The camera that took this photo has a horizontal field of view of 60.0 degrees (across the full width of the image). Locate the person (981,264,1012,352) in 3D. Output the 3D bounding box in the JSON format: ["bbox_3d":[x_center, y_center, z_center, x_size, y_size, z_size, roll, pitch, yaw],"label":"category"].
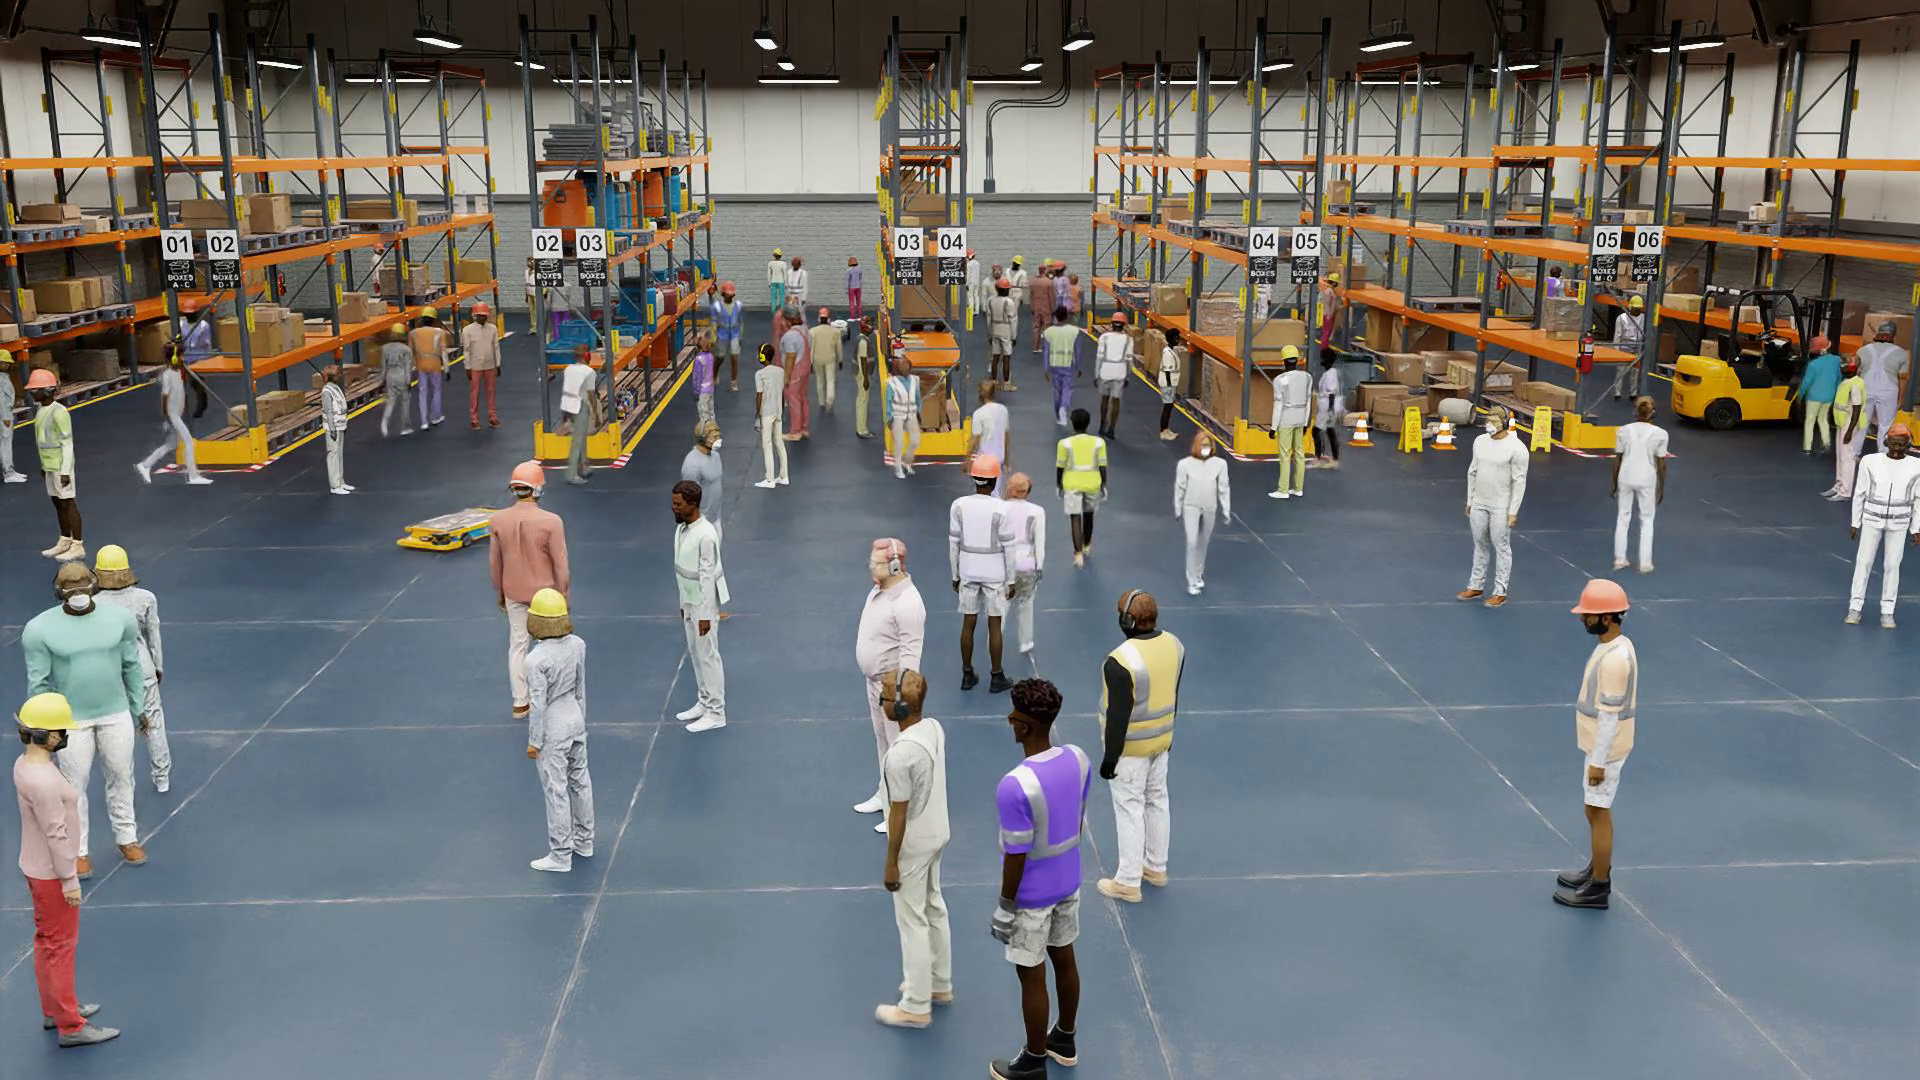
[{"bbox_3d":[0.795,-4.950,35.611,0.678,1.857,0.961,-1,13,-3],"label":"person"}]

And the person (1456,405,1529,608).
[{"bbox_3d":[5.085,-0.326,15.867,0.373,1.940,0.629,-9,16,-33],"label":"person"}]

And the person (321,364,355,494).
[{"bbox_3d":[-7.912,-1.404,21.066,0.307,1.644,0.512,-2,13,-8],"label":"person"}]

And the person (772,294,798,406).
[{"bbox_3d":[-2.976,-3.246,28.393,0.467,1.880,0.712,8,16,31],"label":"person"}]

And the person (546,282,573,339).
[{"bbox_3d":[-8.725,-5.052,36.295,0.561,1.745,0.339,-4,14,-17],"label":"person"}]

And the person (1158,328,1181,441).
[{"bbox_3d":[3.133,-2.331,24.910,0.319,1.686,0.539,3,14,12],"label":"person"}]

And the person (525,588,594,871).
[{"bbox_3d":[-2.450,1.142,10.070,0.295,1.744,0.488,6,15,24],"label":"person"}]

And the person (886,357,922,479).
[{"bbox_3d":[-0.736,-1.609,21.971,0.550,1.622,0.377,-8,15,-31],"label":"person"}]

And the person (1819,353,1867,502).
[{"bbox_3d":[10.969,-1.385,20.550,0.396,1.847,0.565,4,14,17],"label":"person"}]

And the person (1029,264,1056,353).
[{"bbox_3d":[1.782,-4.913,35.369,0.643,1.909,0.410,10,17,38],"label":"person"}]

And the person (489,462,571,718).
[{"bbox_3d":[-3.263,0.389,12.722,0.623,1.989,0.401,2,14,10],"label":"person"}]

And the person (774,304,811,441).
[{"bbox_3d":[-2.526,-2.519,24.937,0.535,2.000,0.698,4,14,17],"label":"person"}]

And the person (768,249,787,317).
[{"bbox_3d":[-4.699,-6.633,42.954,0.528,1.767,0.330,3,14,13],"label":"person"}]

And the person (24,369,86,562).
[{"bbox_3d":[-9.583,-0.787,17.595,0.605,2.045,0.383,12,18,41],"label":"person"}]

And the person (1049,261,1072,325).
[{"bbox_3d":[2.126,-4.830,34.825,0.588,2.009,0.640,4,14,16],"label":"person"}]

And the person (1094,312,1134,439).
[{"bbox_3d":[2.329,-2.503,25.182,0.575,1.897,0.779,1,13,4],"label":"person"}]

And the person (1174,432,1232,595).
[{"bbox_3d":[2.386,-0.258,16.303,0.511,1.597,0.801,-2,13,-7],"label":"person"}]

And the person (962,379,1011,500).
[{"bbox_3d":[0.235,-0.889,18.502,0.860,1.811,0.522,12,18,40],"label":"person"}]

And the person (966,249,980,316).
[{"bbox_3d":[0.294,-6.653,43.093,0.349,1.743,0.563,8,16,32],"label":"person"}]

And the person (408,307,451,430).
[{"bbox_3d":[-8.321,-2.690,26.002,0.731,1.870,0.924,-1,13,-5],"label":"person"}]

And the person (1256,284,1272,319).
[{"bbox_3d":[7.010,-5.587,38.291,0.359,1.880,0.575,-3,14,-12],"label":"person"}]

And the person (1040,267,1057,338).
[{"bbox_3d":[2.051,-5.463,38.283,0.499,1.633,0.282,-5,14,-20],"label":"person"}]

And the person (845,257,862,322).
[{"bbox_3d":[-2.674,-6.325,41.956,0.493,1.624,0.280,-10,16,-35],"label":"person"}]

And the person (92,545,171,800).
[{"bbox_3d":[-5.601,0.885,11.155,0.295,1.744,0.492,12,18,42],"label":"person"}]

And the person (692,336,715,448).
[{"bbox_3d":[-3.731,-2.147,24.223,0.306,1.640,0.522,3,14,14],"label":"person"}]

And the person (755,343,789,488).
[{"bbox_3d":[-2.453,-1.605,21.468,0.328,1.861,0.507,10,17,36],"label":"person"}]

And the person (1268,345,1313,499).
[{"bbox_3d":[4.102,-1.464,20.734,0.584,1.918,0.381,-7,15,-28],"label":"person"}]

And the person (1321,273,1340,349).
[{"bbox_3d":[7.740,-4.681,34.704,0.321,1.761,0.522,6,15,24],"label":"person"}]

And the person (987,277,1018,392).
[{"bbox_3d":[0.767,-3.677,29.836,0.605,2.045,0.386,11,17,38],"label":"person"}]

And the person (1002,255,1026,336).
[{"bbox_3d":[1.202,-5.641,38.479,0.630,1.891,0.423,4,14,18],"label":"person"}]

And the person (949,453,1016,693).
[{"bbox_3d":[0.196,0.264,13.370,0.550,1.935,0.375,5,14,21],"label":"person"}]

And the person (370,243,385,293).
[{"bbox_3d":[-14.673,-6.527,42.047,0.406,1.987,0.622,-5,14,-20],"label":"person"}]

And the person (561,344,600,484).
[{"bbox_3d":[-4.979,-1.649,21.790,0.588,1.805,0.673,12,18,42],"label":"person"}]

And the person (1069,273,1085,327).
[{"bbox_3d":[2.444,-4.993,36.290,0.559,1.619,0.610,-1,13,-5],"label":"person"}]
